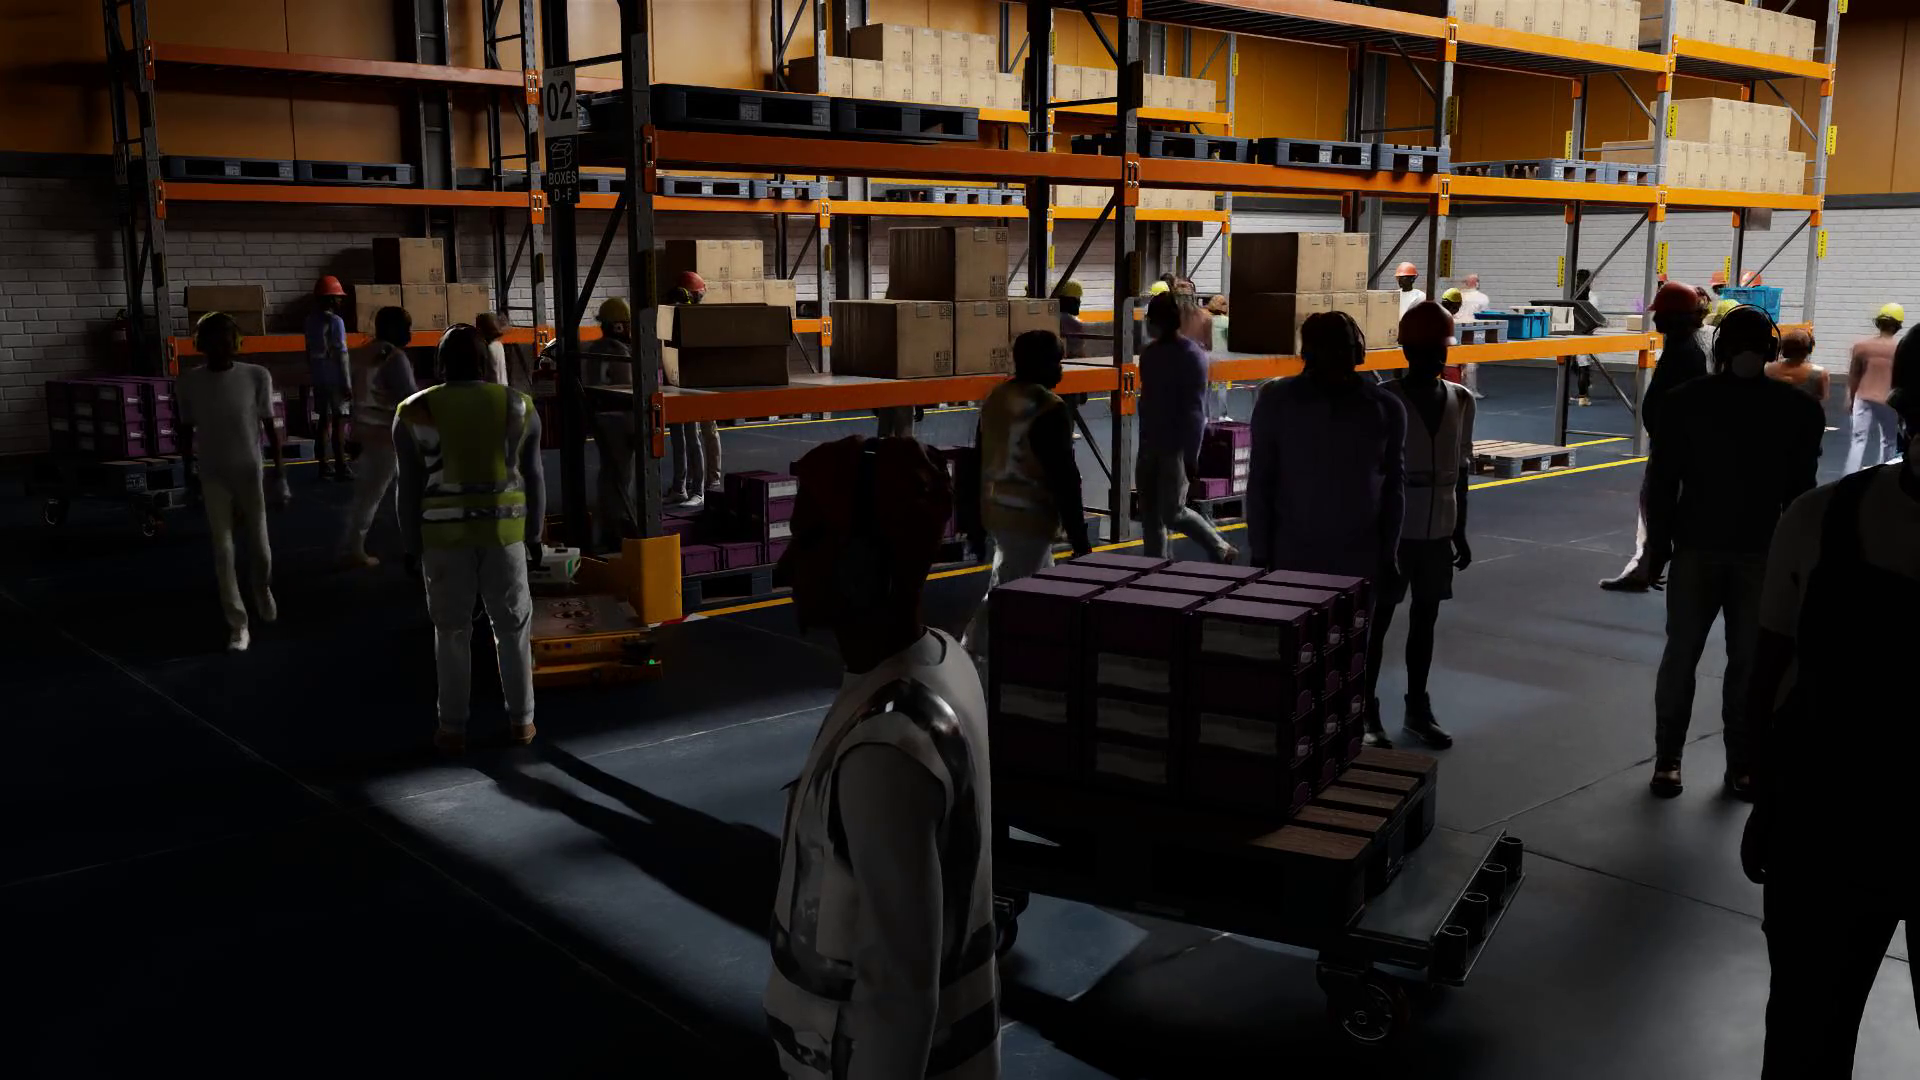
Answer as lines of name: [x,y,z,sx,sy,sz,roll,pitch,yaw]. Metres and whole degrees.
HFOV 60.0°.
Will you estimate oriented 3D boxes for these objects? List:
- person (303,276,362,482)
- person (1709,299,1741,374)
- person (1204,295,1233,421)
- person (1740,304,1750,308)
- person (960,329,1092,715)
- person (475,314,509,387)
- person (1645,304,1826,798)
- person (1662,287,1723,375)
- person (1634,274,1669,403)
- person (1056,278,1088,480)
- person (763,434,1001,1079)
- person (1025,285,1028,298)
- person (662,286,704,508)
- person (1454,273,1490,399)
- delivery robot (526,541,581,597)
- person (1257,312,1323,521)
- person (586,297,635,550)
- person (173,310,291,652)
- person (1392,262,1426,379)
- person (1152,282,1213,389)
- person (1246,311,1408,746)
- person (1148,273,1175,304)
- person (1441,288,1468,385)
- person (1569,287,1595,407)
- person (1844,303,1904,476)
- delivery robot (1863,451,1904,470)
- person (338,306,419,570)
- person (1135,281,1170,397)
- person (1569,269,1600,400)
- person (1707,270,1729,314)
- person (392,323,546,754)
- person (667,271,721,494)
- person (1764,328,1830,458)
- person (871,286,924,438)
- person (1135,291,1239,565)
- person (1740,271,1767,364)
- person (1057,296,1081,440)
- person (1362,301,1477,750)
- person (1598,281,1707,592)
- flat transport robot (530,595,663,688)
person: [-5.920,-1.513,15.701,0.548,1.937,0.358,7,12,34]
person: [7.009,-1.350,15.331,0.362,1.728,0.517,-7,12,-36]
person: [3.292,-2.320,21.310,0.507,1.633,0.276,6,11,32]
person: [8.111,-1.636,17.312,0.268,1.631,0.507,1,10,3]
person: [0.264,-0.077,7.736,0.974,1.800,0.623,-4,11,-23]
person: [-4.388,-1.307,15.514,0.860,1.586,0.522,0,10,-2]
person: [3.026,0.050,6.550,0.630,1.940,0.373,2,10,13]
person: [5.971,-1.127,13.622,0.532,1.876,0.319,5,11,26]
person: [9.946,-2.907,23.856,0.368,1.939,0.542,-5,11,-26]
person: [0.995,-1.500,15.677,0.414,1.913,0.613,-7,12,-34]
person: [-0.118,0.785,2.409,0.355,1.882,0.576,0,10,1]
person: [0.820,-1.737,17.286,0.383,1.842,0.570,7,12,34]
person: [-2.372,-1.214,14.132,0.513,1.876,0.328,9,13,41]
person: [7.471,-2.982,24.488,0.845,1.875,0.642,-6,11,-30]
delivery robot: [-2.562,0.168,9.624,0.707,0.478,0.477,-1,10,-5]
person: [1.609,-0.098,7.608,0.452,1.868,0.590,-7,12,-37]
person: [-2.479,-0.845,12.095,0.404,1.830,0.597,-7,12,-34]
person: [-3.969,-0.343,9.125,0.559,1.845,0.644,-4,10,-20]
person: [5.852,-2.630,21.929,0.379,2.045,0.605,-7,12,-34]
person: [2.324,-1.773,17.473,0.658,1.852,0.969,1,10,8]
person: [1.478,0.036,6.719,0.643,1.909,0.410,0,10,1]
person: [2.819,-2.670,22.631,0.621,1.914,0.490,4,10,22]
person: [5.486,-1.940,18.702,0.315,1.767,0.535,-8,12,-38]
person: [8.757,-2.740,23.581,0.320,1.698,0.538,-9,13,-44]
person: [8.003,-1.205,14.536,0.537,1.730,0.884,9,13,44]
delivery robot: [7.686,-0.495,13.509,0.707,0.478,0.477,-4,11,-22]
person: [-3.873,-0.703,11.423,0.975,1.781,0.615,-7,12,-34]
person: [2.509,-2.485,21.779,0.710,1.804,0.589,-3,10,-17]
person: [9.165,-3.020,24.508,0.463,1.937,0.634,-3,10,-18]
person: [10.598,-2.769,23.083,1.060,1.914,0.695,3,10,16]
person: [-2.090,-0.003,7.140,0.625,1.844,0.429,-4,11,-23]
person: [-2.349,-1.367,14.683,0.623,1.989,0.400,6,11,30]
person: [6.145,-0.775,12.365,0.526,1.599,0.837,8,12,39]
person: [-0.519,-1.205,13.932,0.594,1.922,0.386,9,13,42]
person: [1.344,-0.564,10.212,0.654,1.919,0.631,-4,11,-24]
person: [10.008,-2.434,21.123,0.382,1.932,0.541,-9,13,-42]
person: [1.202,-2.012,19.324,0.318,1.697,0.535,-5,11,-26]
person: [1.963,-0.052,7.147,0.547,1.937,0.379,-2,10,-14]
person: [4.425,-0.608,10.290,0.683,1.985,0.629,4,11,24]
flat transport robot: [-2.024,0.501,8.780,0.652,0.197,1.431,-4,10,-20]
